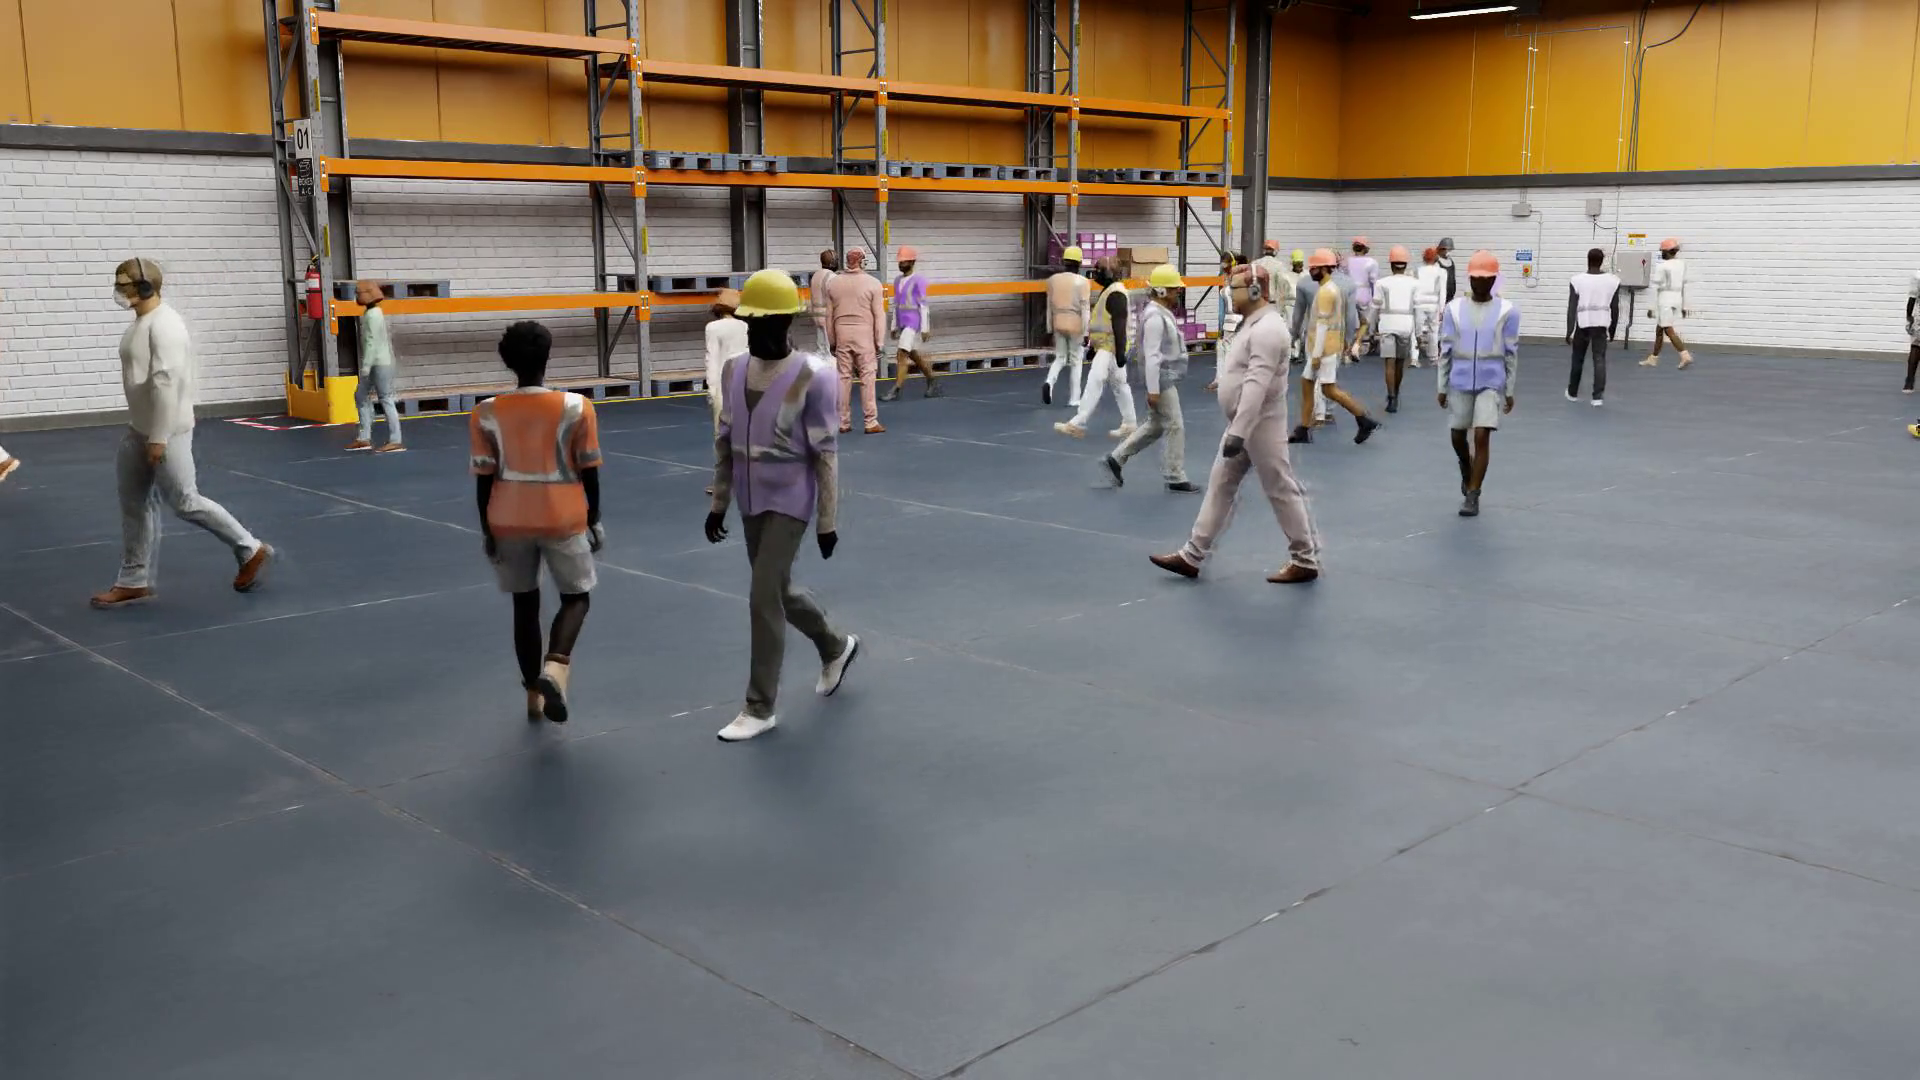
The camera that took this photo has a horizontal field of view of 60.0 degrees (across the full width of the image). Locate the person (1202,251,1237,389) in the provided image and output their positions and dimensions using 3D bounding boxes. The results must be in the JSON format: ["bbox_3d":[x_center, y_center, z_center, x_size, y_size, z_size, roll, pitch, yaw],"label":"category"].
[{"bbox_3d":[3.669,-2.885,21.868,0.867,1.832,0.524,-2,11,-12],"label":"person"}]

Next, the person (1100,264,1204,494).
[{"bbox_3d":[1.520,-1.260,13.058,0.772,1.806,0.600,2,11,9],"label":"person"}]

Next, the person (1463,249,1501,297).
[{"bbox_3d":[7.178,-3.097,23.005,0.588,1.826,0.445,-3,11,-16],"label":"person"}]

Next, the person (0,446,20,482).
[{"bbox_3d":[-8.138,-1.376,13.261,0.957,1.965,0.604,-7,13,-34],"label":"person"}]

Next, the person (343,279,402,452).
[{"bbox_3d":[-5.541,-1.610,15.463,0.644,1.607,0.531,-4,11,-22],"label":"person"}]

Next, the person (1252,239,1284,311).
[{"bbox_3d":[5.008,-3.922,27.161,0.618,1.965,0.461,9,14,42],"label":"person"}]

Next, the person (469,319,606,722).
[{"bbox_3d":[-1.731,-0.053,6.781,0.532,1.684,0.561,0,10,-2],"label":"person"}]

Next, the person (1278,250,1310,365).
[{"bbox_3d":[5.320,-3.653,26.169,0.587,1.785,0.934,-1,10,-6],"label":"person"}]

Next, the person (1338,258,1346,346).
[{"bbox_3d":[7.113,-4.410,30.770,0.504,1.603,0.656,5,12,26],"label":"person"}]

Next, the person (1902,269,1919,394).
[{"bbox_3d":[12.367,-2.820,21.148,0.623,1.955,0.470,5,11,25],"label":"person"}]

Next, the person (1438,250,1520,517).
[{"bbox_3d":[3.800,-1.157,12.192,0.553,1.922,0.729,5,12,26],"label":"person"}]

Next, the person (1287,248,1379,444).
[{"bbox_3d":[3.581,-1.855,16.037,0.890,1.913,0.547,2,11,12],"label":"person"}]

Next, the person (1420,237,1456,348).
[{"bbox_3d":[8.504,-4.431,29.708,0.692,2.000,0.812,-5,12,-27],"label":"person"}]

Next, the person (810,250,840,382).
[{"bbox_3d":[-1.615,-2.699,20.809,0.429,1.841,0.633,-7,12,-32],"label":"person"}]

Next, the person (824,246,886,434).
[{"bbox_3d":[-1.051,-2.039,17.028,0.643,1.908,0.399,4,11,20],"label":"person"}]

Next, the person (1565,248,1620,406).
[{"bbox_3d":[7.587,-2.560,19.983,0.630,1.861,1.007,1,10,6],"label":"person"}]

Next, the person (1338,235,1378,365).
[{"bbox_3d":[6.196,-3.753,26.072,0.744,2.014,0.507,5,11,24],"label":"person"}]

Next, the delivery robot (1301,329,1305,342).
[{"bbox_3d":[6.187,-3.560,28.757,0.477,0.478,0.707,8,13,36],"label":"delivery robot"}]

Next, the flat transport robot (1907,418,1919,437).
[{"bbox_3d":[10.214,-1.107,16.408,1.431,0.197,0.652,4,11,22],"label":"flat transport robot"}]

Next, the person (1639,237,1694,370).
[{"bbox_3d":[10.797,-3.582,25.220,0.614,2.004,1.012,-5,11,-25],"label":"person"}]

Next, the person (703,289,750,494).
[{"bbox_3d":[-1.868,-1.173,13.150,0.359,1.598,0.667,8,13,36],"label":"person"}]

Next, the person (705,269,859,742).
[{"bbox_3d":[-0.713,-0.174,6.908,0.595,1.896,0.877,9,14,41],"label":"person"}]

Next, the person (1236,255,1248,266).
[{"bbox_3d":[4.750,-3.952,28.041,0.322,1.692,0.530,7,13,35],"label":"person"}]

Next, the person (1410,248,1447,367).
[{"bbox_3d":[7.207,-3.585,25.687,0.594,1.829,1.016,6,12,28],"label":"person"}]

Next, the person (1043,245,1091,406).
[{"bbox_3d":[1.249,-2.499,19.538,0.596,1.904,0.681,7,12,33],"label":"person"}]

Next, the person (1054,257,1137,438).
[{"bbox_3d":[1.380,-1.908,16.607,0.941,1.796,0.639,0,10,0],"label":"person"}]

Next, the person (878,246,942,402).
[{"bbox_3d":[-0.592,-2.664,20.454,0.971,1.902,0.550,-7,13,-35],"label":"person"}]

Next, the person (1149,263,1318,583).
[{"bbox_3d":[1.650,-0.661,9.642,0.987,1.854,0.656,0,10,-3],"label":"person"}]

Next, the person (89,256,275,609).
[{"bbox_3d":[-4.347,-0.598,9.159,0.630,1.915,0.895,10,14,44],"label":"person"}]

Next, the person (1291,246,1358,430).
[{"bbox_3d":[3.838,-2.145,17.611,0.652,1.893,0.958,1,10,6],"label":"person"}]

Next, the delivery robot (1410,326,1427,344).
[{"bbox_3d":[8.023,-3.629,29.133,0.707,0.478,0.477,6,12,31],"label":"delivery robot"}]

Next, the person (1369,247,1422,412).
[{"bbox_3d":[5.053,-2.445,19.324,0.562,1.879,1.032,1,10,4],"label":"person"}]

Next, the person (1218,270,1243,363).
[{"bbox_3d":[3.511,-2.640,21.023,0.515,1.645,0.309,5,12,26],"label":"person"}]
